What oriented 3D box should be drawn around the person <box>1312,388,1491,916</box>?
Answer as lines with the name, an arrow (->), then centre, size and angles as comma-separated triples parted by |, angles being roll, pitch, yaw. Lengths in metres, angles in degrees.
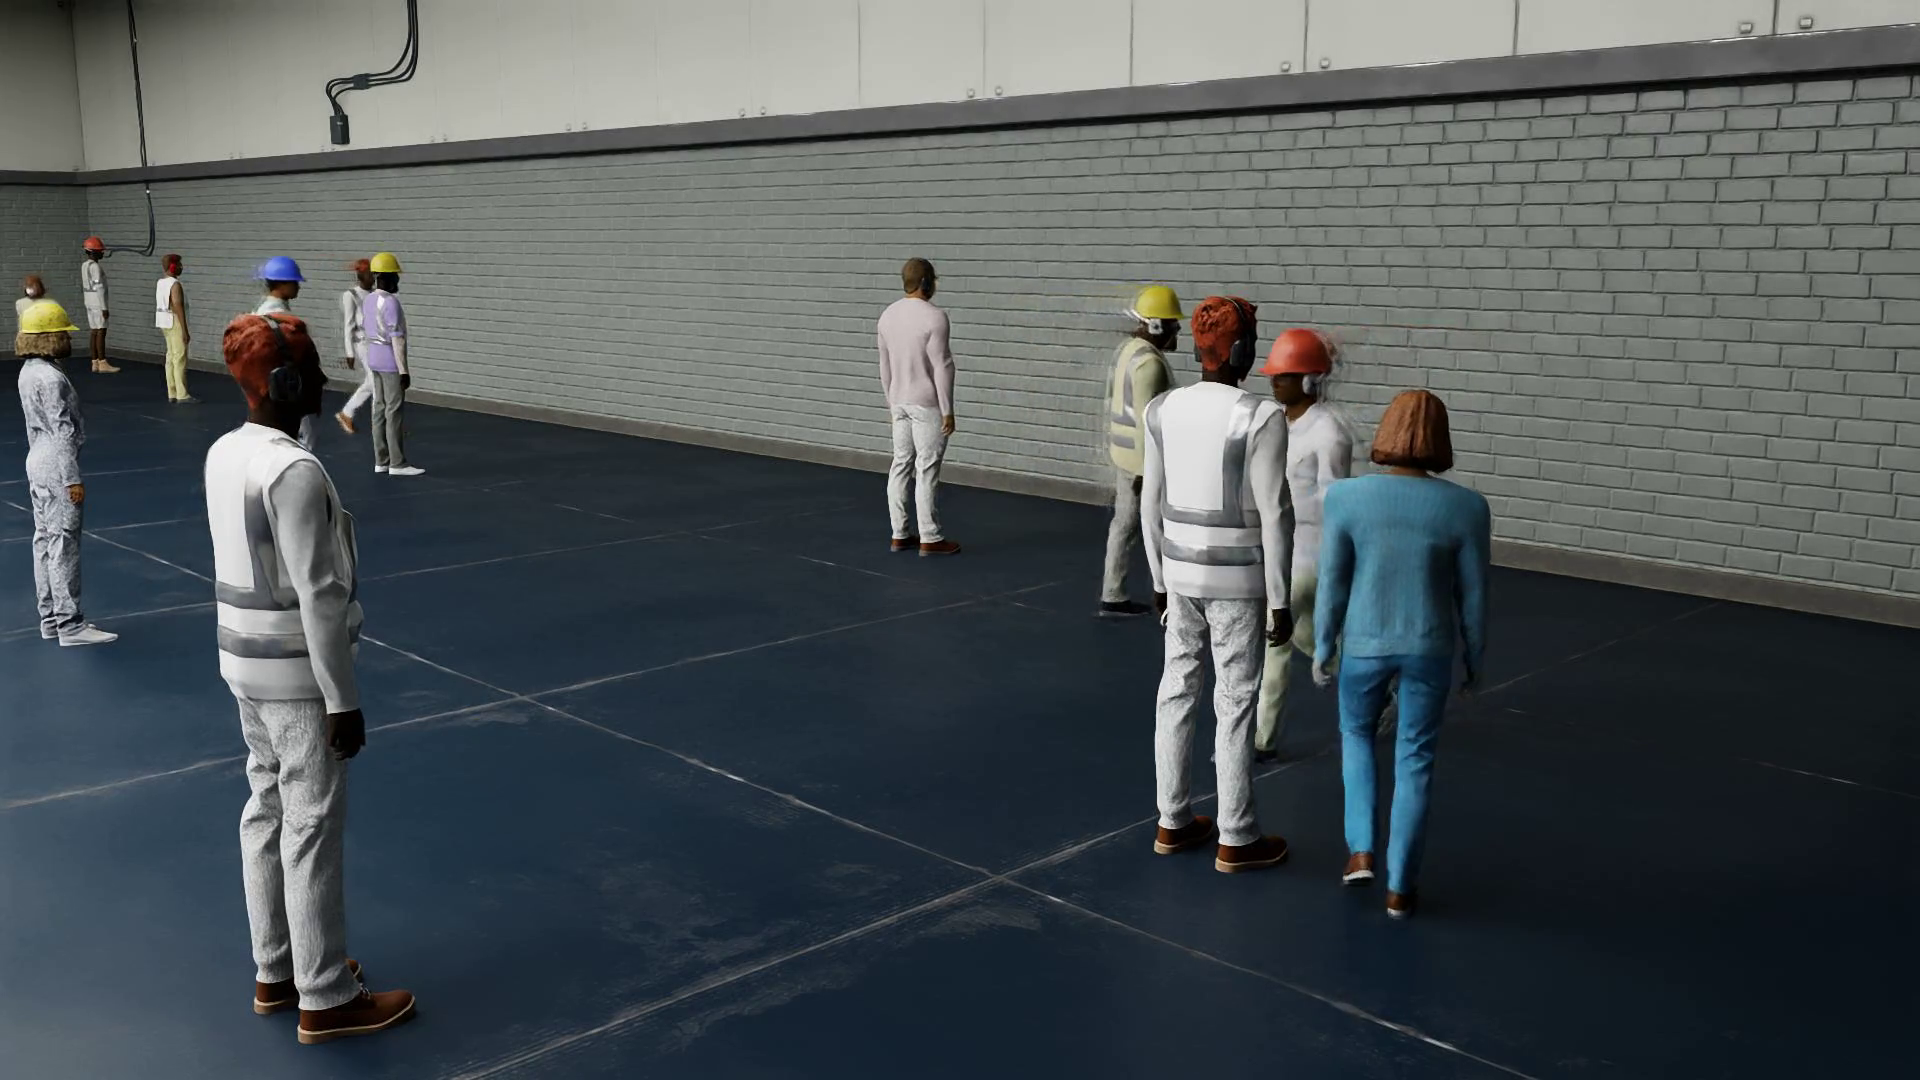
person -> 1.354, 0.344, 5.120 | 0.519, 1.618, 0.384 | 3, 11, 16

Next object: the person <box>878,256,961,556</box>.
person -> -0.265, -0.863, 10.829 | 0.372, 1.940, 0.631 | -10, 15, -44

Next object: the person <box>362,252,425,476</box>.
person -> -4.942, -1.516, 14.420 | 0.364, 1.927, 0.587 | -10, 15, -44

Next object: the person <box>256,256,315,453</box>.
person -> -4.958, -1.092, 12.108 | 0.528, 1.931, 0.610 | -6, 12, -29

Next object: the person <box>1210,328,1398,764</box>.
person -> 1.407, 0.022, 6.578 | 0.804, 1.727, 0.550 | -2, 11, -11

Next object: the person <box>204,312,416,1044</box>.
person -> -1.715, 0.359, 4.313 | 0.355, 1.884, 0.575 | -10, 15, -44

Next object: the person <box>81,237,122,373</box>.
person -> -13.047, -3.551, 25.201 | 0.372, 2.044, 0.608 | -10, 15, -44

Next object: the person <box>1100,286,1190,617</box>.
person -> 1.130, -0.453, 8.974 | 0.790, 1.803, 0.597 | -1, 10, -7

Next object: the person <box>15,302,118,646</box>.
person -> -4.583, -0.334, 8.478 | 0.294, 1.744, 0.487 | -10, 15, -44

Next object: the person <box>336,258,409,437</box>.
person -> -6.146, -1.984, 17.188 | 0.899, 1.853, 0.582 | 4, 11, 19

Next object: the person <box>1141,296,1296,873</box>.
person -> 0.850, 0.149, 5.465 | 0.355, 1.883, 0.575 | -10, 15, -44

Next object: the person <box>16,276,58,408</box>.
person -> -11.101, -2.384, 20.062 | 0.518, 1.580, 0.850 | -1, 10, -5

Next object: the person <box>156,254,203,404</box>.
person -> -9.683, -2.594, 20.513 | 0.389, 1.849, 0.566 | -10, 15, -44
